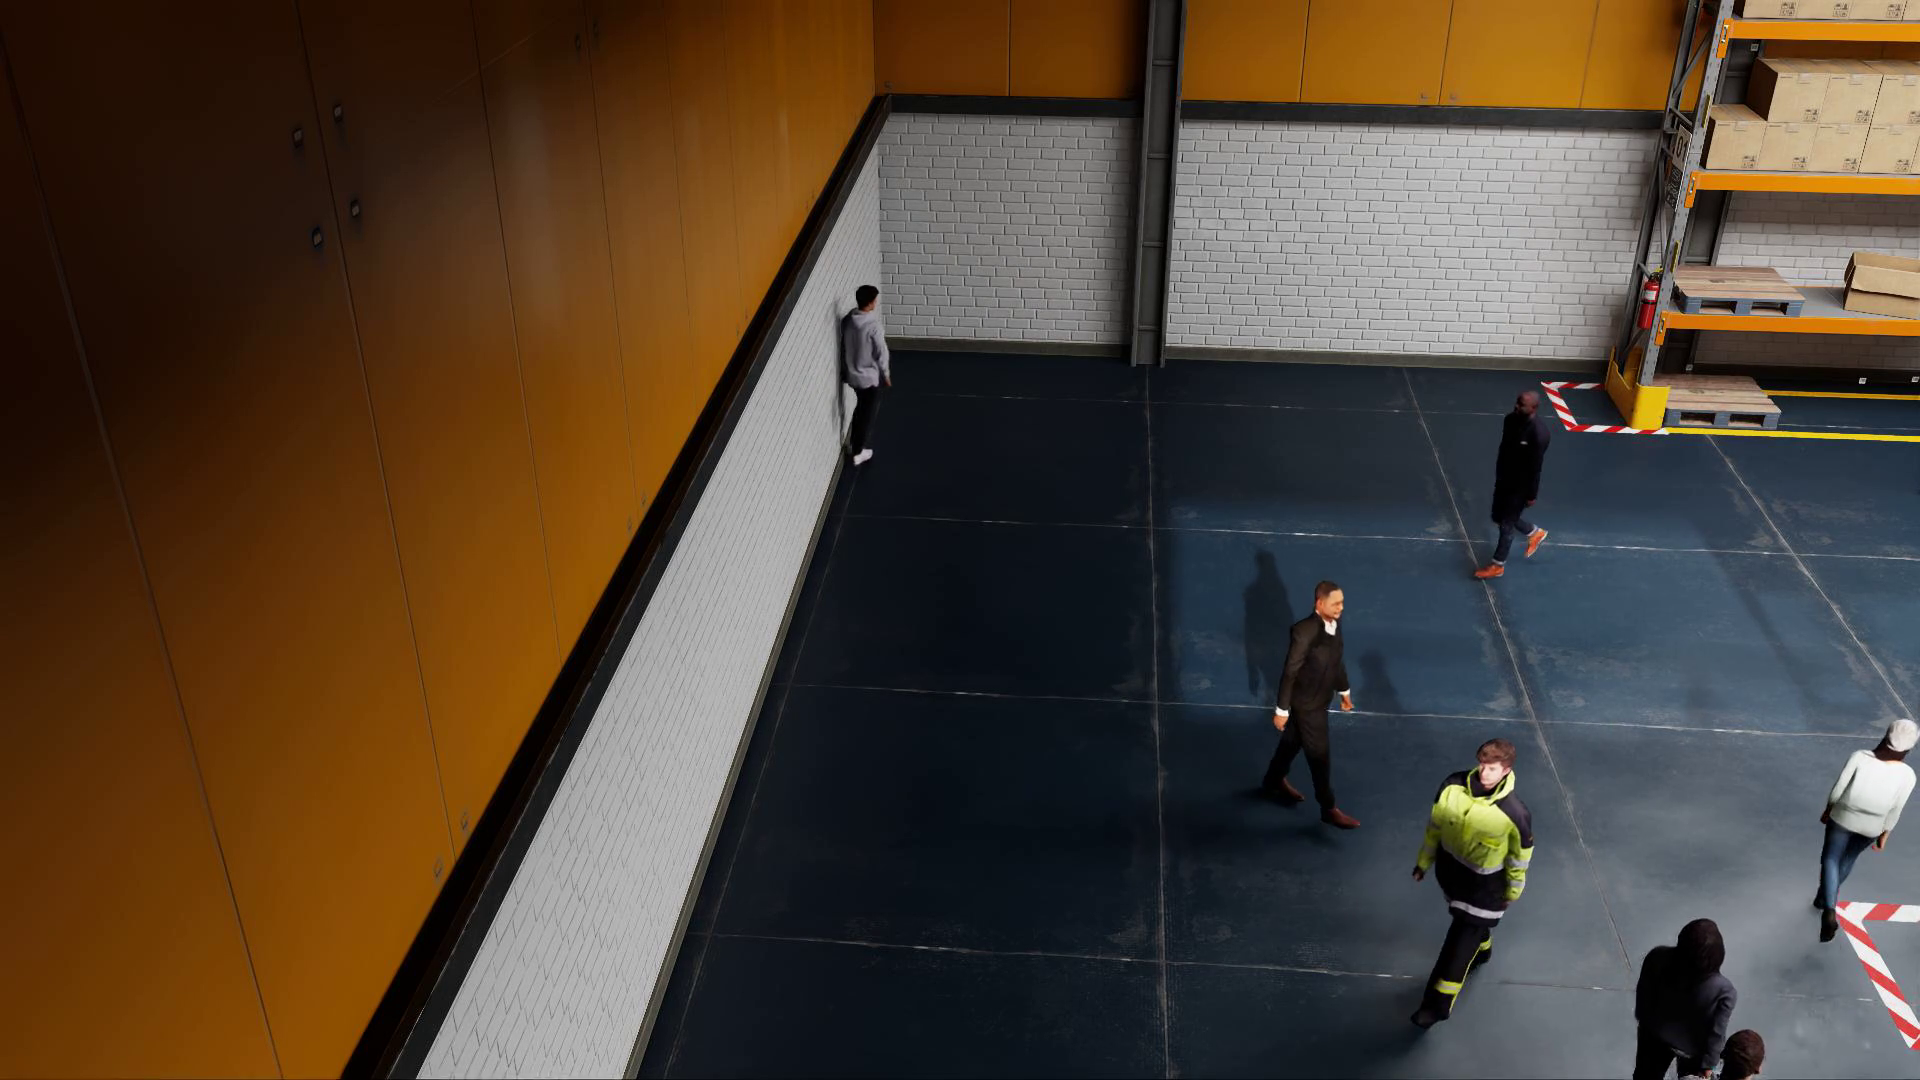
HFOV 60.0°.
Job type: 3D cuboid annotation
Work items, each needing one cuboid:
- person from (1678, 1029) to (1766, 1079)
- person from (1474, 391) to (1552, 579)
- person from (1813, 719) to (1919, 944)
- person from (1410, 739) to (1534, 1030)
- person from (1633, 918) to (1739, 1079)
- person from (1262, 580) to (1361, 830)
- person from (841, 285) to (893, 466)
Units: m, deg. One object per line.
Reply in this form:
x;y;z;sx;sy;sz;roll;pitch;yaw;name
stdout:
3.610;3.198;8.092;1.252;1.806;1.156;19;34;31;person
5.050;-0.500;14.878;1.122;1.800;0.937;-9;30;-16;person
5.795;1.878;10.713;1.018;1.615;0.884;12;31;20;person
3.188;1.999;10.162;1.342;1.928;1.259;-20;35;-33;person
3.915;2.766;9.148;1.110;1.554;1.127;25;37;38;person
2.418;1.091;11.879;1.242;1.879;1.120;23;36;36;person
-1.036;-1.625;16.828;0.753;1.908;0.859;17;33;28;person
